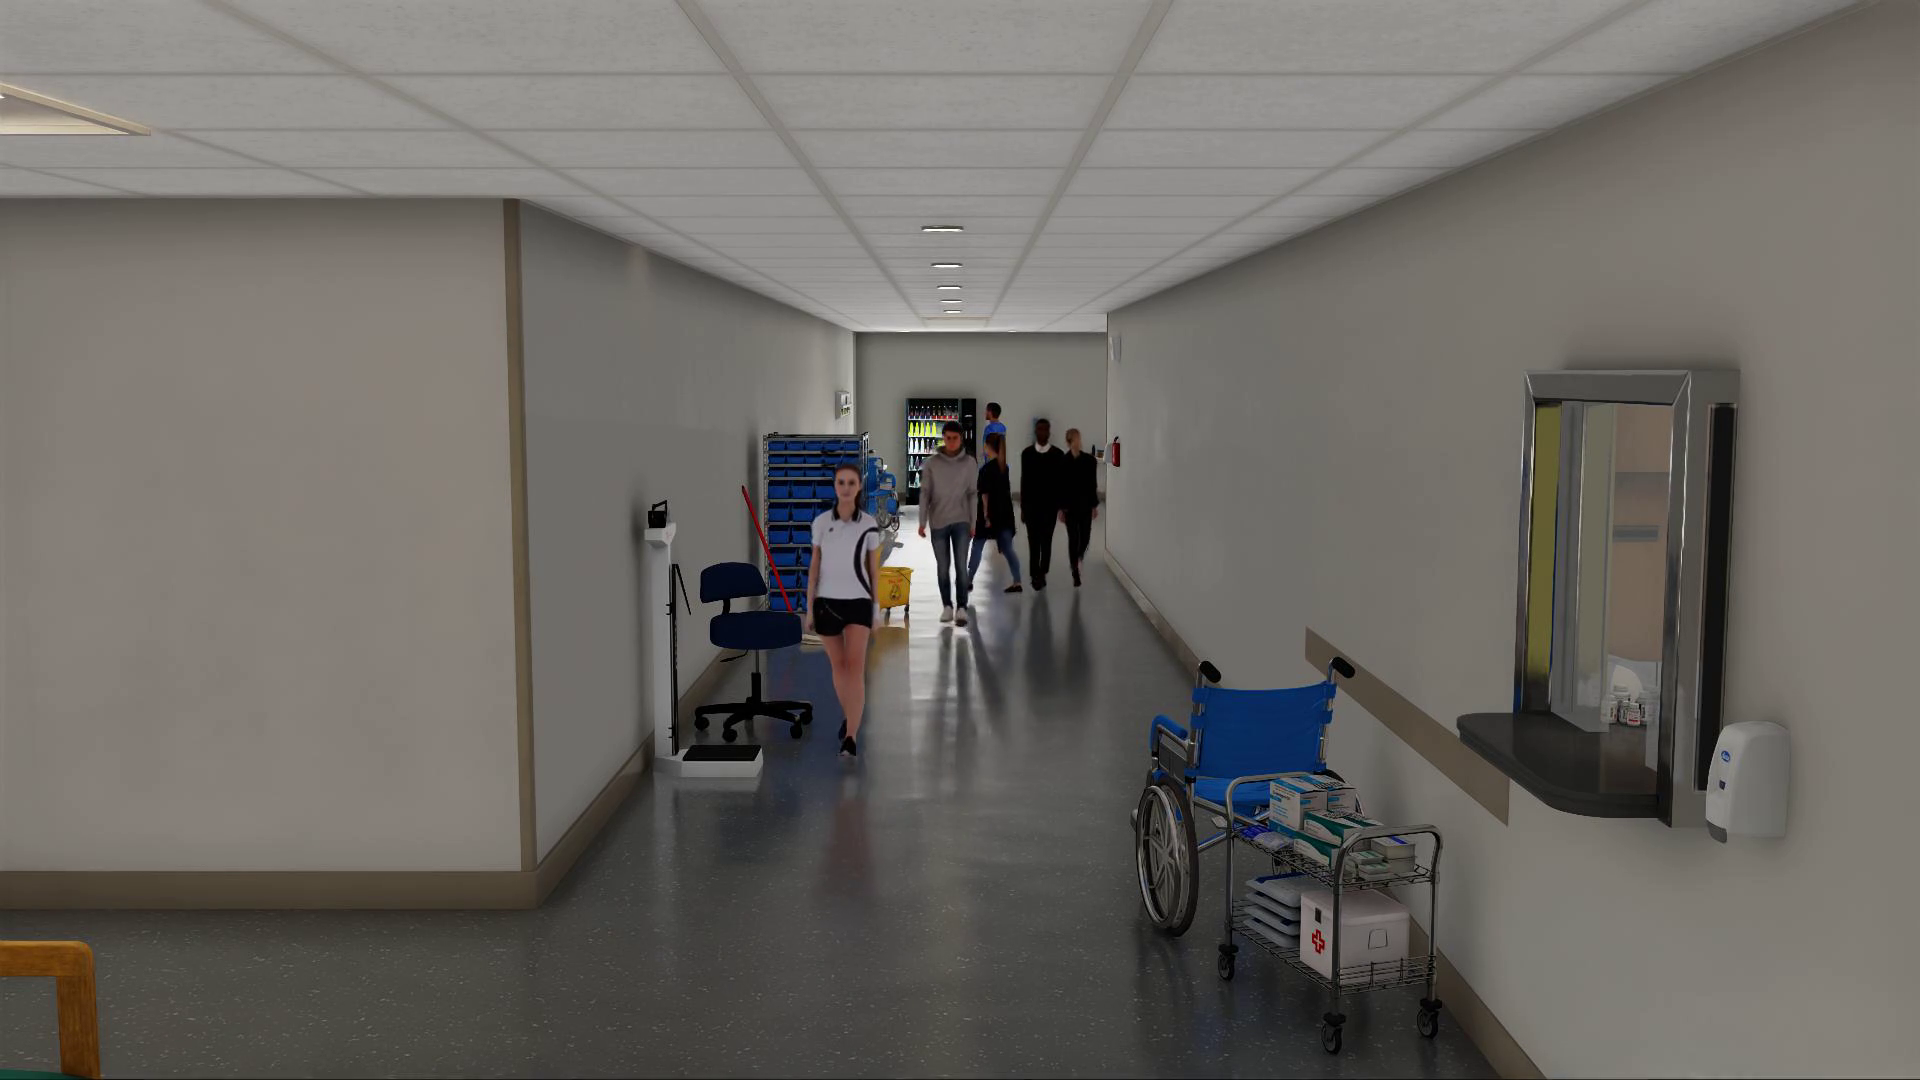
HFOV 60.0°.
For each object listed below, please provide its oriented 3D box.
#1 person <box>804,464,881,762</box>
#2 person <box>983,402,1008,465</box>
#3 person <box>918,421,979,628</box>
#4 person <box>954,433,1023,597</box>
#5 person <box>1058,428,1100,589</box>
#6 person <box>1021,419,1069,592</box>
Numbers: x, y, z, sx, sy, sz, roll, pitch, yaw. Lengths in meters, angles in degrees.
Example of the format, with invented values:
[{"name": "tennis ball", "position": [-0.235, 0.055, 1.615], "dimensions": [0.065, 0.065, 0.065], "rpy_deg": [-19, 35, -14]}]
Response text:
[{"name": "person", "position": [-0.686, 0.435, 9.900], "dimensions": [1.117, 1.702, 0.716], "rpy_deg": [1, 6, 7]}, {"name": "person", "position": [0.503, -0.986, 23.198], "dimensions": [0.718, 1.869, 0.703], "rpy_deg": [3, 7, 28]}, {"name": "person", "position": [-0.092, -0.142, 15.004], "dimensions": [0.953, 1.828, 0.772], "rpy_deg": [0, 6, 3]}, {"name": "person", "position": [0.430, -0.216, 16.694], "dimensions": [1.129, 1.638, 1.069], "rpy_deg": [6, 8, 44]}, {"name": "person", "position": [1.220, -0.304, 17.323], "dimensions": [0.883, 1.686, 0.749], "rpy_deg": [1, 6, 7]}, {"name": "person", "position": [0.863, -0.344, 17.343], "dimensions": [1.168, 1.762, 0.785], "rpy_deg": [0, 6, 5]}]
